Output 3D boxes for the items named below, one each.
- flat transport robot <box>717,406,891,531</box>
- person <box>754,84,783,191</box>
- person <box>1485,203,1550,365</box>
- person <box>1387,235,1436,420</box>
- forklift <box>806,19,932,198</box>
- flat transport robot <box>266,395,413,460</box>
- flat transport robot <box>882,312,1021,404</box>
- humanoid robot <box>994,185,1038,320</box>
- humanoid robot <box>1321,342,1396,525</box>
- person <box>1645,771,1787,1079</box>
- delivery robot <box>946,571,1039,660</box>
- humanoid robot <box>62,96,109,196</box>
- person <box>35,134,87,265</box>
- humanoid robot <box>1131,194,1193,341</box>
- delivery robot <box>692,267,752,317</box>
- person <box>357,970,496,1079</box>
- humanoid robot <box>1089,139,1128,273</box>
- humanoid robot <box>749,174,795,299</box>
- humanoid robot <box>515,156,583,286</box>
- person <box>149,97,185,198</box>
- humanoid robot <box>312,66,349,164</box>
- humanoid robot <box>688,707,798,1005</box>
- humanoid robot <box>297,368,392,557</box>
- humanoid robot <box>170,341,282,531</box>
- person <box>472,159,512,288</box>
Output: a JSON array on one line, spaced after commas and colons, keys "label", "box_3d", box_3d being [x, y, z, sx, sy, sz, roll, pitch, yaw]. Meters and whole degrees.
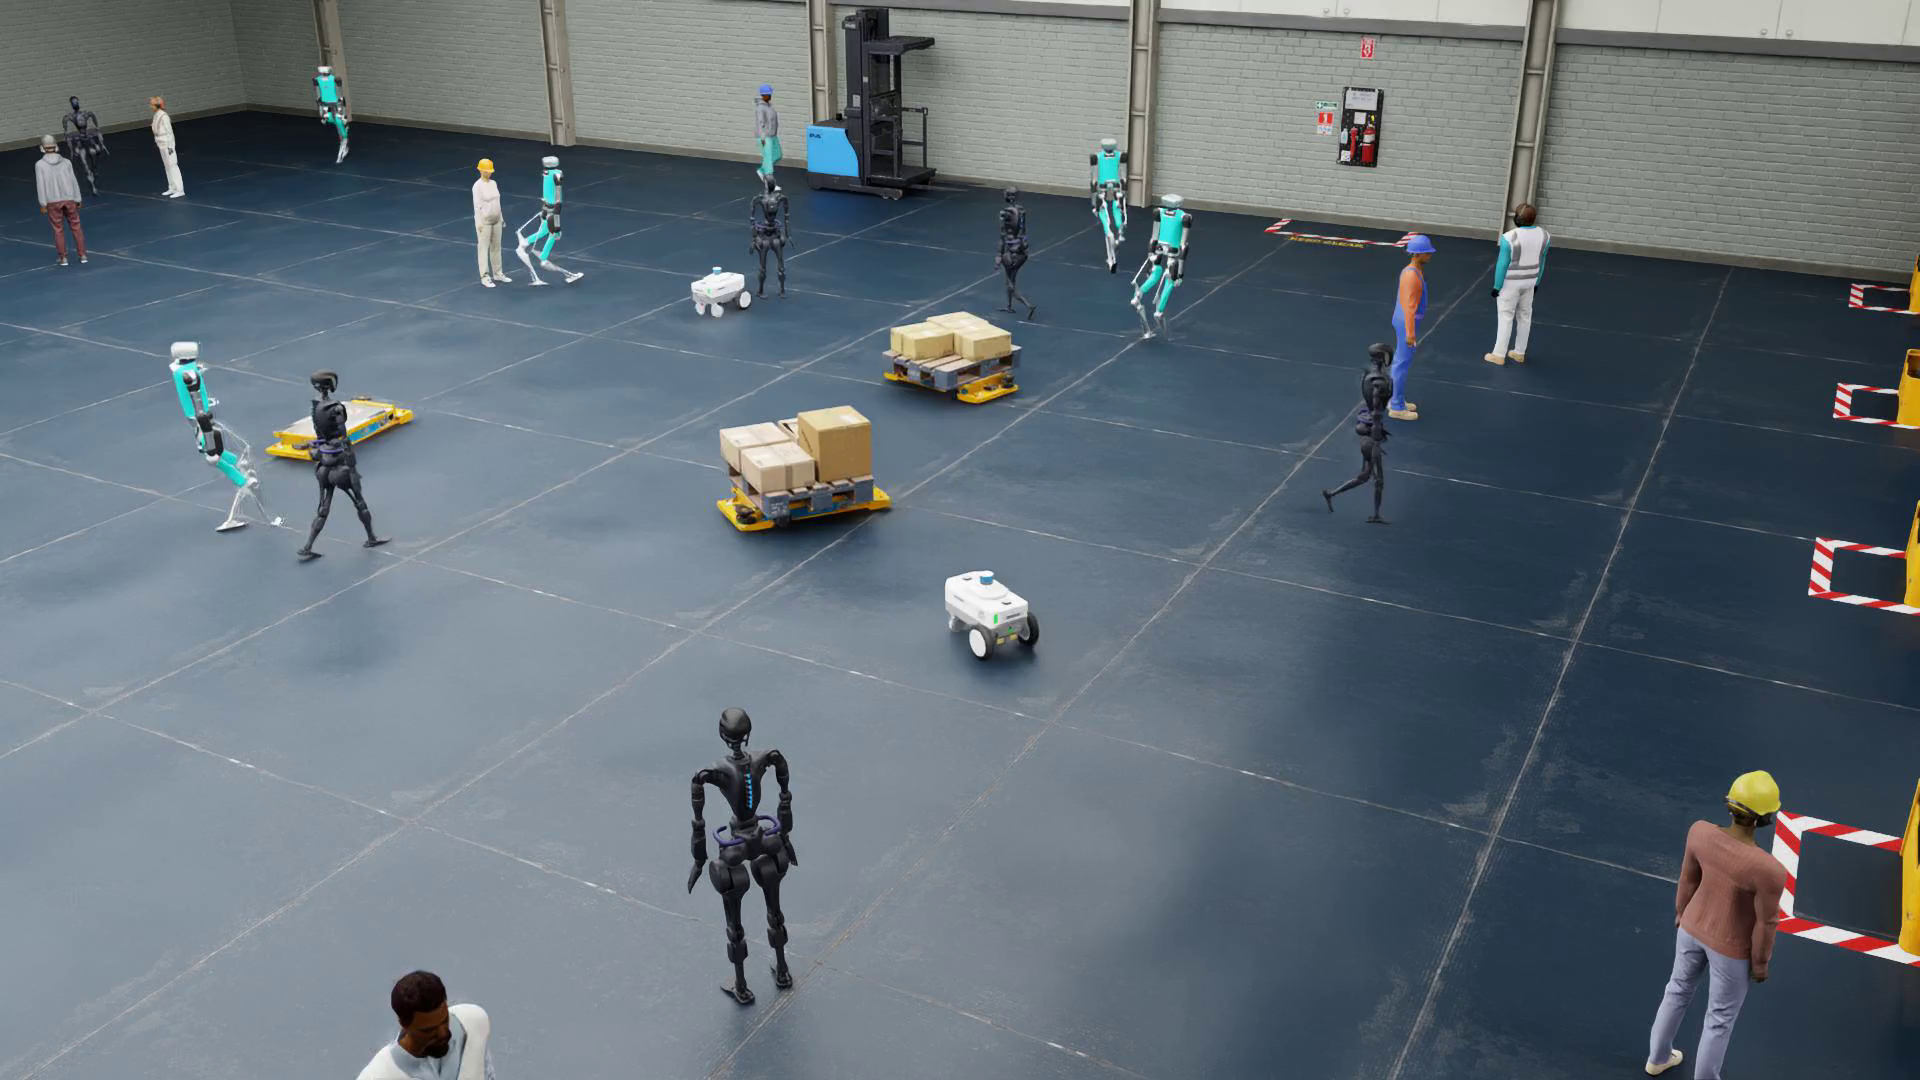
[{"label": "flat transport robot", "box_3d": [-1.434, -0.391, 15.072, 1.431, 0.231, 0.659, -11, 26, -24]}, {"label": "person", "box_3d": [-3.257, -6.821, 28.143, 0.517, 1.765, 0.576, 8, 24, 18]}, {"label": "person", "box_3d": [6.339, -2.919, 18.964, 0.625, 1.847, 0.429, -8, 24, -18]}, {"label": "person", "box_3d": [4.662, -2.207, 17.224, 0.366, 1.908, 0.530, 5, 24, 12]}, {"label": "forklift", "box_3d": [-1.573, -7.292, 27.850, 1.873, 2.768, 1.129, 12, 26, 25]}, {"label": "flat transport robot", "box_3d": [-6.251, -1.128, 16.790, 0.659, 0.231, 1.431, 8, 25, 19]}, {"label": "flat transport robot", "box_3d": [-0.102, -1.800, 18.354, 1.431, 0.231, 0.659, 20, 30, 39]}, {"label": "humanoid robot", "box_3d": [0.734, -3.602, 20.794, 0.689, 1.635, 0.609, 15, 28, 32]}, {"label": "humanoid robot", "box_3d": [3.558, -0.952, 14.607, 0.636, 1.637, 0.591, 6, 24, 13]}, {"label": "person", "box_3d": [3.619, 1.882, 7.898, 0.339, 1.760, 0.522, -12, 26, -25]}, {"label": "delivery robot", "box_3d": [0.214, 0.523, 12.574, 0.523, 0.587, 0.735, -15, 27, -31]}, {"label": "humanoid robot", "box_3d": [-14.602, -6.593, 27.807, 0.609, 1.631, 0.793, -18, 29, -35]}, {"label": "person", "box_3d": [-12.629, -4.779, 23.344, 0.550, 1.806, 0.381, -20, 30, -38]}, {"label": "humanoid robot", "box_3d": [2.321, -3.133, 19.630, 0.541, 1.804, 0.784, 19, 30, 37]}, {"label": "delivery robot", "box_3d": [-3.046, -3.169, 21.198, 0.520, 0.611, 0.782, 16, 28, 32]}, {"label": "person", "box_3d": [-1.917, 2.467, 6.365, 0.765, 1.891, 0.616, 17, 29, 35]}, {"label": "humanoid robot", "box_3d": [2.122, -4.577, 23.035, 0.549, 1.832, 0.875, -4, 24, -9]}, {"label": "humanoid robot", "box_3d": [-2.466, -3.948, 21.594, 0.601, 1.638, 0.394, -12, 26, -25]}, {"label": "humanoid robot", "box_3d": [-5.544, -4.165, 21.996, 0.952, 1.733, 0.543, -14, 27, -30]}, {"label": "person", "box_3d": [-13.185, -6.525, 27.617, 0.306, 1.636, 0.524, -20, 30, -39]}, {"label": "humanoid robot", "box_3d": [-11.463, -7.882, 30.687, 0.530, 1.768, 0.980, 1, 23, 1]}, {"label": "humanoid robot", "box_3d": [-1.117, 1.617, 8.596, 0.599, 1.657, 0.315, -12, 26, -26]}, {"label": "humanoid robot", "box_3d": [-5.280, -0.646, 13.964, 0.584, 1.640, 0.786, 20, 30, 39]}, {"label": "humanoid robot", "box_3d": [-6.289, -0.829, 14.378, 0.749, 1.900, 0.551, -15, 27, -31]}, {"label": "person", "box_3d": [-6.296, -4.249, 22.252, 0.327, 1.690, 0.474, 11, 26, 24]}]
